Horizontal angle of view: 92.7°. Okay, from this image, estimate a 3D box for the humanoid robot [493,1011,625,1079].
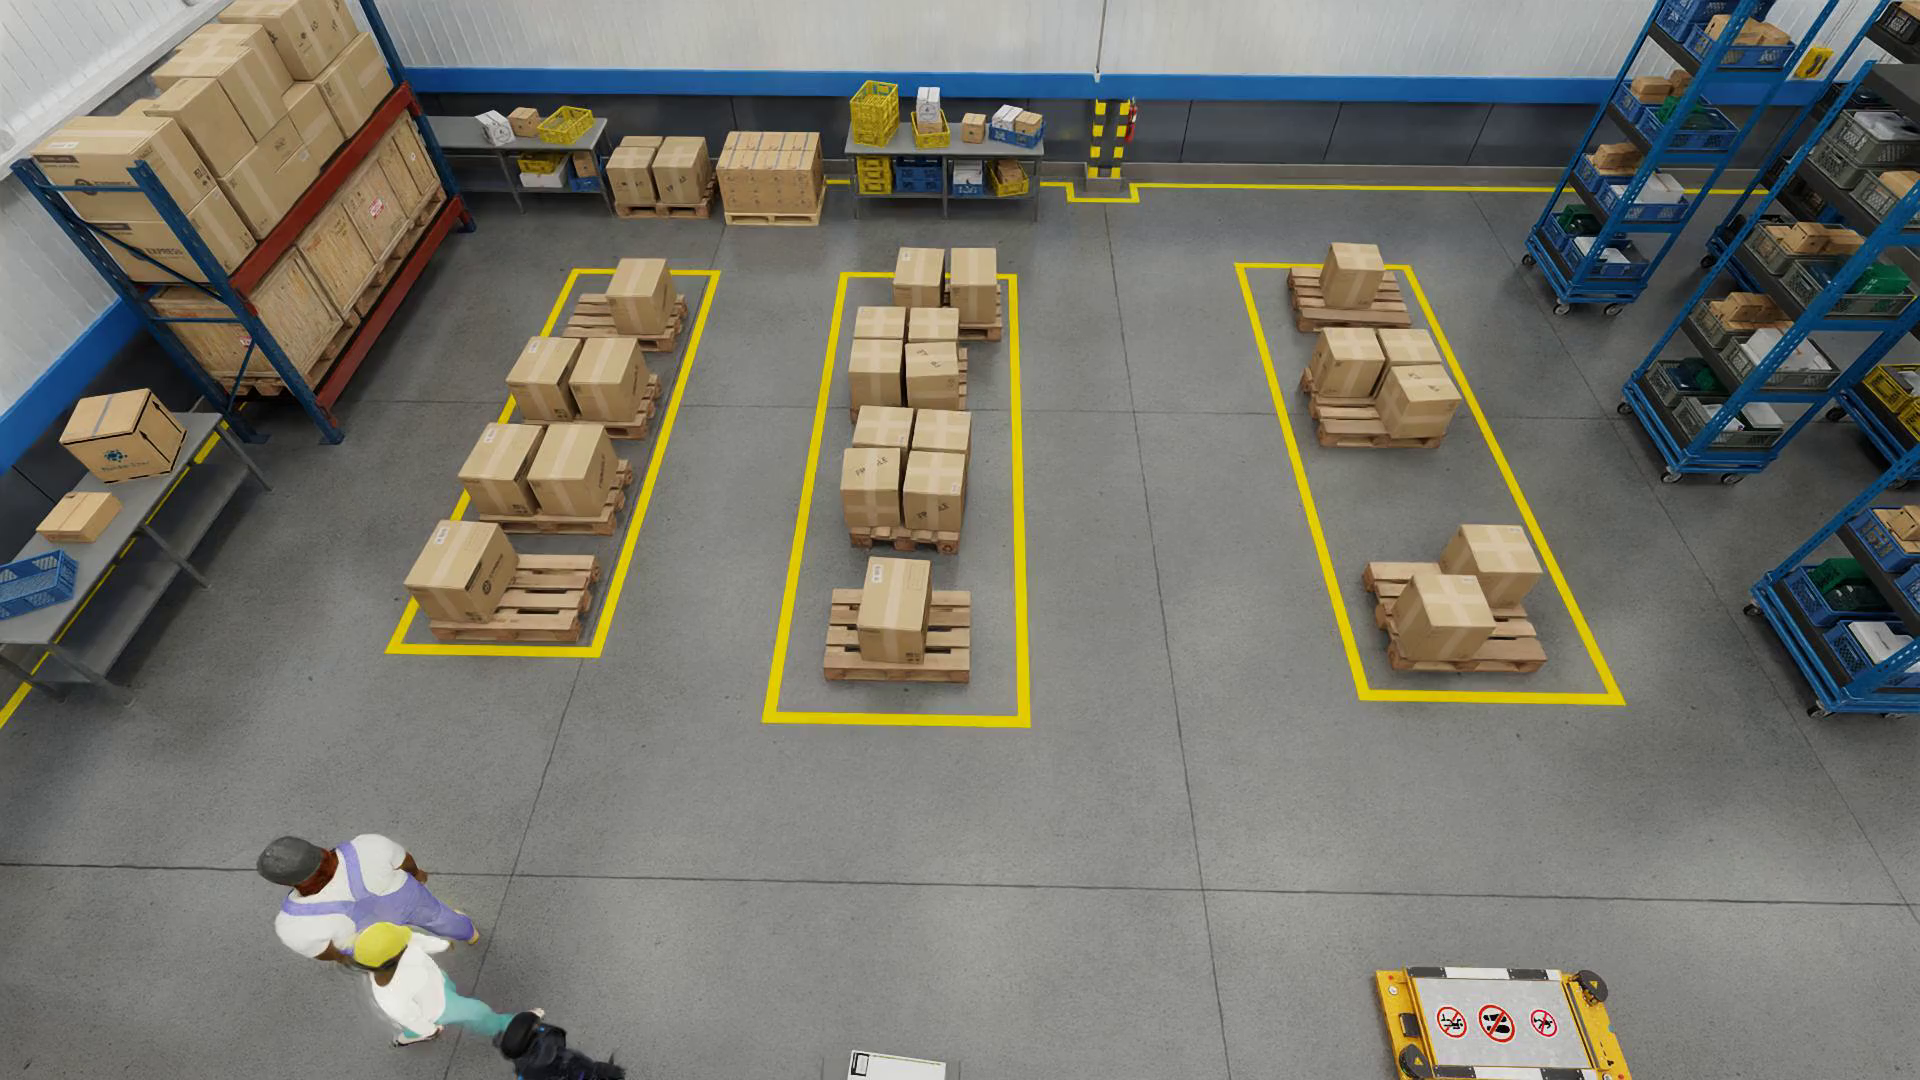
[{"bbox_3d":[-2.211,2.970,5.153,0.570,1.647,0.360,9,51,7],"label":"humanoid robot"}]

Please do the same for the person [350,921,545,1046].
[{"bbox_3d":[-3.178,2.671,5.363,0.749,1.725,0.525,-27,56,-20],"label":"person"}]

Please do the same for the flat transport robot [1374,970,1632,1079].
[{"bbox_3d":[3.501,3.133,5.914,1.431,0.197,0.652,1,51,1],"label":"flat transport robot"}]

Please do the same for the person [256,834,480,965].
[{"bbox_3d":[-3.572,2.221,5.534,0.537,2.000,0.681,22,54,17],"label":"person"}]
